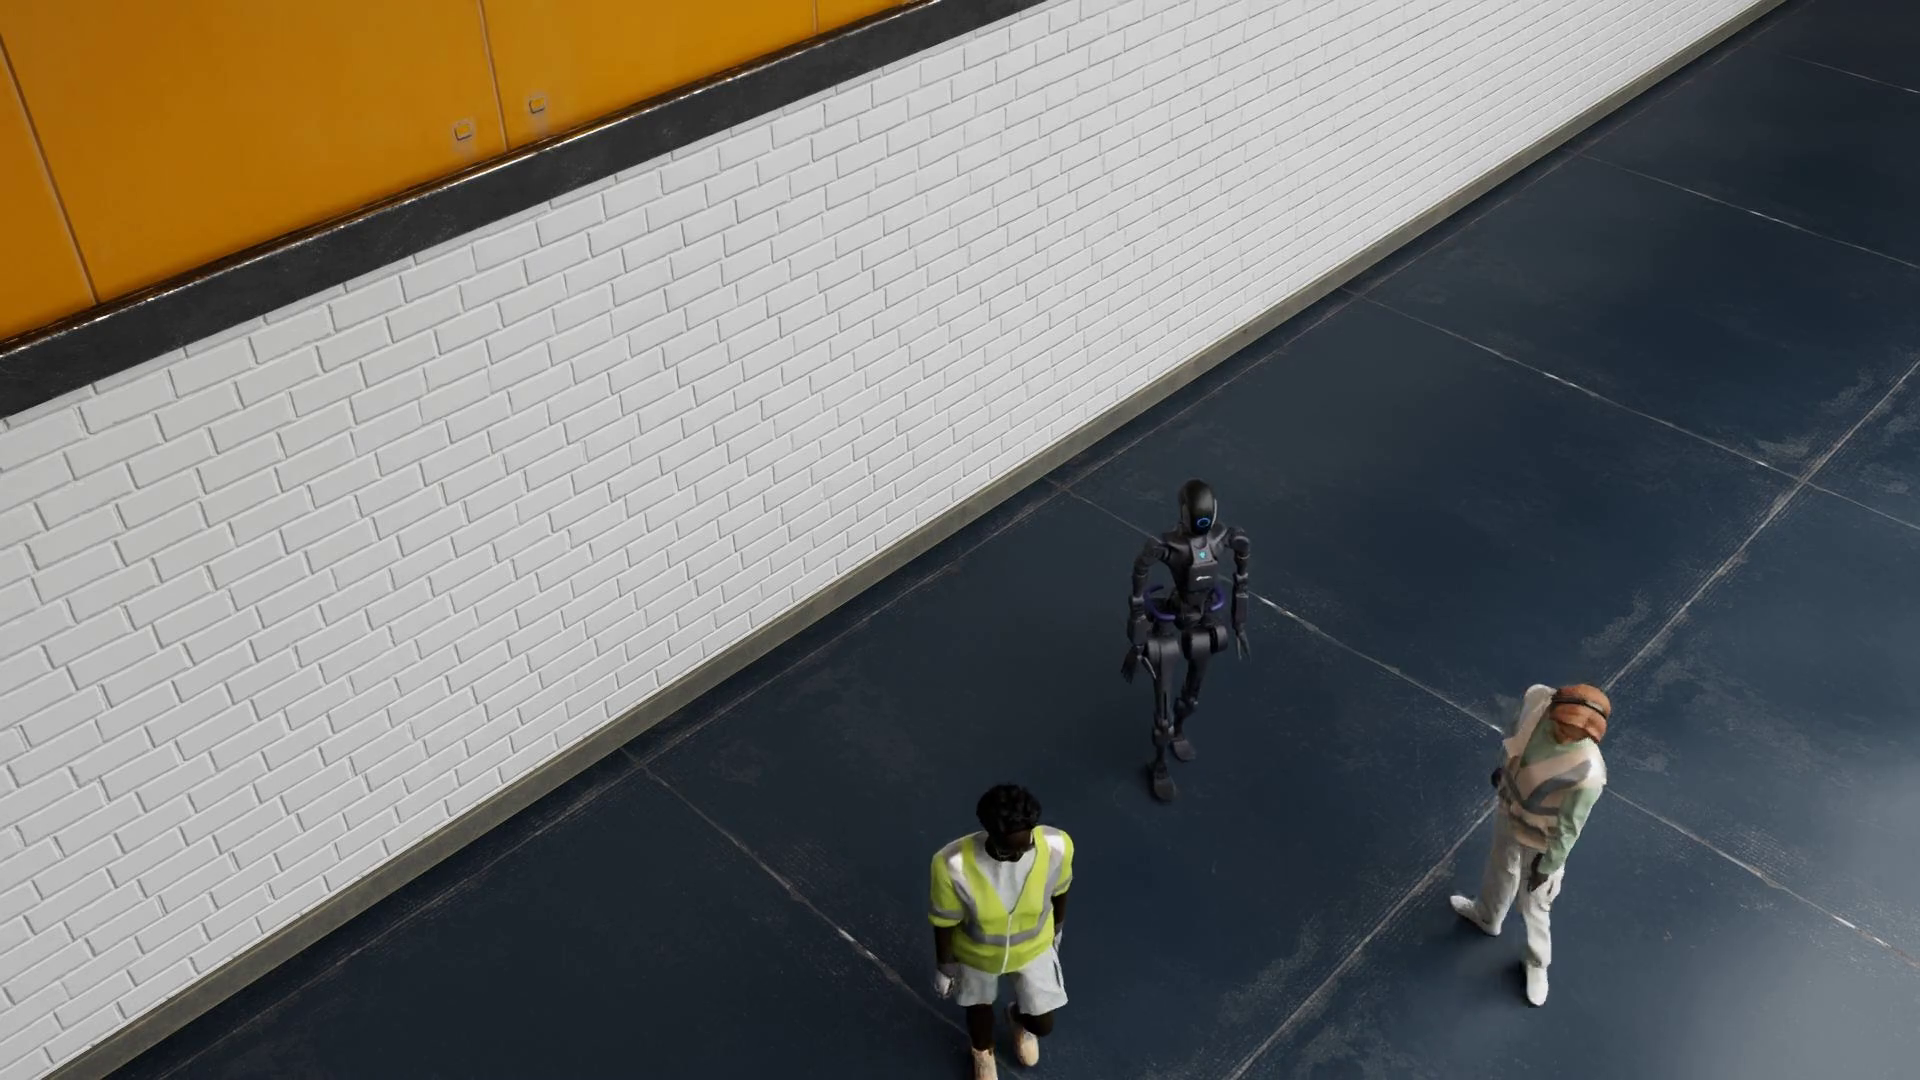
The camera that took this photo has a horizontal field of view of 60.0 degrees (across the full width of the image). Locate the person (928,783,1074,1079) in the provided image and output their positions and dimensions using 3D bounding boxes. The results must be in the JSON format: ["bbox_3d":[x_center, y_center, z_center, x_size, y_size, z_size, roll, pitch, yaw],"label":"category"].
[{"bbox_3d":[0.145,1.461,5.958,0.530,1.680,0.376,-5,39,-6],"label":"person"}]

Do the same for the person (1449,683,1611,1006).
[{"bbox_3d":[2.224,1.097,6.476,0.325,1.610,0.614,-6,39,-8],"label":"person"}]

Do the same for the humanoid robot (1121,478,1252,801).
[{"bbox_3d":[1.010,0.416,7.283,0.594,1.644,0.506,-10,40,-13],"label":"humanoid robot"}]
